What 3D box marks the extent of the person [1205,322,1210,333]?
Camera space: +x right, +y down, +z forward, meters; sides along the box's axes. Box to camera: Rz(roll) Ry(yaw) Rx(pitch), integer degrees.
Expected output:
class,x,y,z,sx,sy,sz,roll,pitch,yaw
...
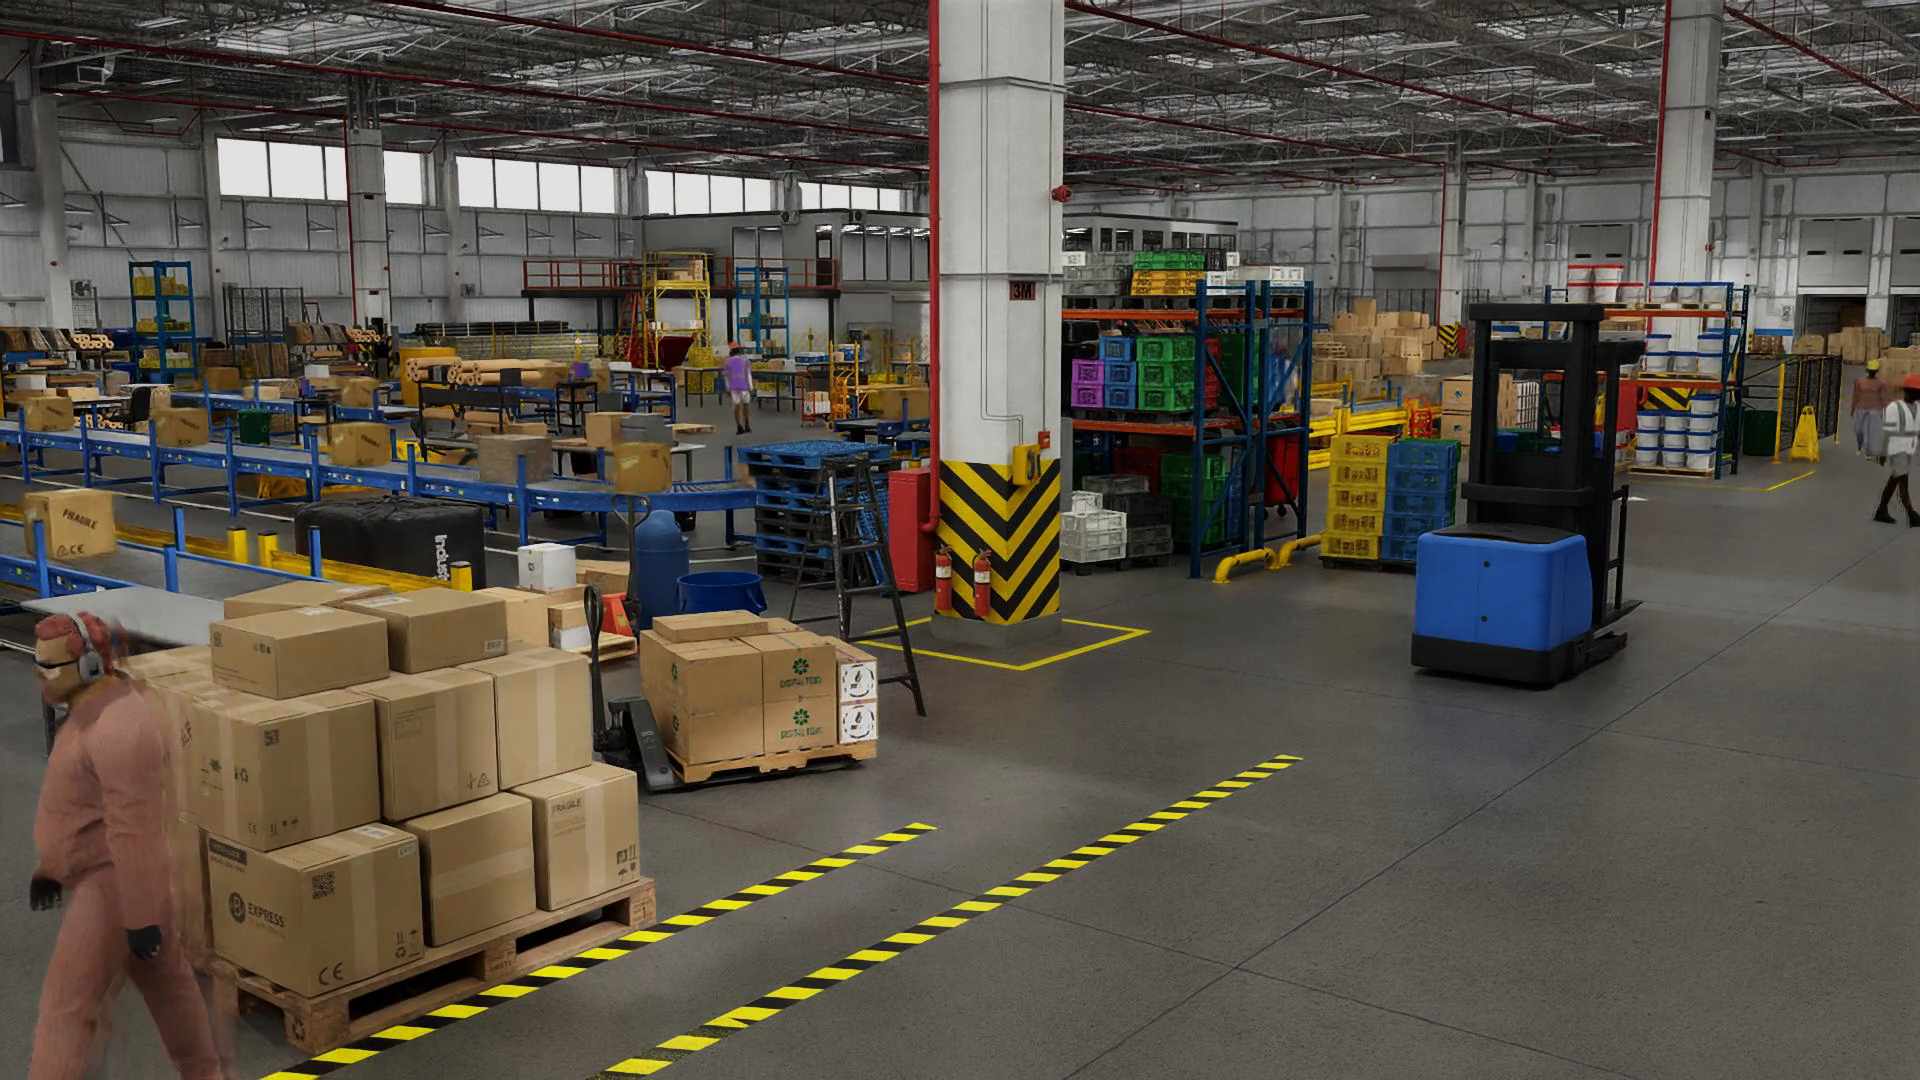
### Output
class,x,y,z,sx,sy,sz,roll,pitch,yaw
person,8.719,-6.831,59.348,0.642,1.868,0.591,-3,9,-18

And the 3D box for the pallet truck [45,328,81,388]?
class,x,y,z,sx,sy,sz,roll,pitch,yaw
pallet truck,-23.775,-4.544,43.495,1.885,1.965,0.823,6,10,35

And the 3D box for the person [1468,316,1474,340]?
class,x,y,z,sx,sy,sz,roll,pitch,yaw
person,24.780,-9.944,80.459,0.835,1.839,0.512,2,9,14

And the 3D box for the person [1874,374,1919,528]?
class,x,y,z,sx,sy,sz,roll,pitch,yaw
person,11.798,-1.103,20.648,0.565,1.886,0.961,-3,9,-21

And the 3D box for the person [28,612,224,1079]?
class,x,y,z,sx,sy,sz,roll,pitch,yaw
person,-2.925,1.160,5.479,0.943,1.862,0.653,-4,9,-26

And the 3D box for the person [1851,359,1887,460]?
class,x,y,z,sx,sy,sz,roll,pitch,yaw
person,15.830,-2.268,28.975,0.541,1.751,0.367,5,10,33

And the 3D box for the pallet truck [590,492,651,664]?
class,x,y,z,sx,sy,sz,roll,pitch,yaw
pallet truck,-3.115,0.344,12.883,0.653,1.274,1.630,7,11,37

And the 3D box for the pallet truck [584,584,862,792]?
class,x,y,z,sx,sy,sz,roll,pitch,yaw
pallet truck,-1.426,0.805,10.019,1.601,1.201,0.680,-4,9,-26

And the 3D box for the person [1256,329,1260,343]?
class,x,y,z,sx,sy,sz,roll,pitch,yaw
person,12.408,-8.162,68.397,0.513,1.843,0.334,2,9,13

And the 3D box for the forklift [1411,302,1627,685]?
class,x,y,z,sx,sy,sz,roll,pitch,yaw
forklift,4.379,-0.438,12.852,1.129,2.768,1.873,7,11,37

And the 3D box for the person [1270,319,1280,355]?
class,x,y,z,sx,sy,sz,roll,pitch,yaw
person,12.382,-7.766,65.537,0.408,1.908,0.611,-2,9,-11

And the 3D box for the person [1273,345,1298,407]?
class,x,y,z,sx,sy,sz,roll,pitch,yaw
person,6.398,-2.953,33.232,0.657,1.870,0.950,7,11,41

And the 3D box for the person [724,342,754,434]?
class,x,y,z,sx,sy,sz,roll,pitch,yaw
person,-4.536,-3.139,34.398,0.624,1.885,0.761,1,8,4

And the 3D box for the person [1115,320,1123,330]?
class,x,y,z,sx,sy,sz,roll,pitch,yaw
person,5.767,-7.053,60.618,0.373,1.934,0.549,-2,9,-12

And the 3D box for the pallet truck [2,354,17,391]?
class,x,y,z,sx,sy,sz,roll,pitch,yaw
pallet truck,-24.881,-4.417,42.634,1.885,1.965,0.823,8,11,41

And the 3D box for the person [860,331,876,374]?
class,x,y,z,sx,sy,sz,roll,pitch,yaw
person,-2.946,-5.667,52.039,0.851,1.703,0.504,6,11,37
